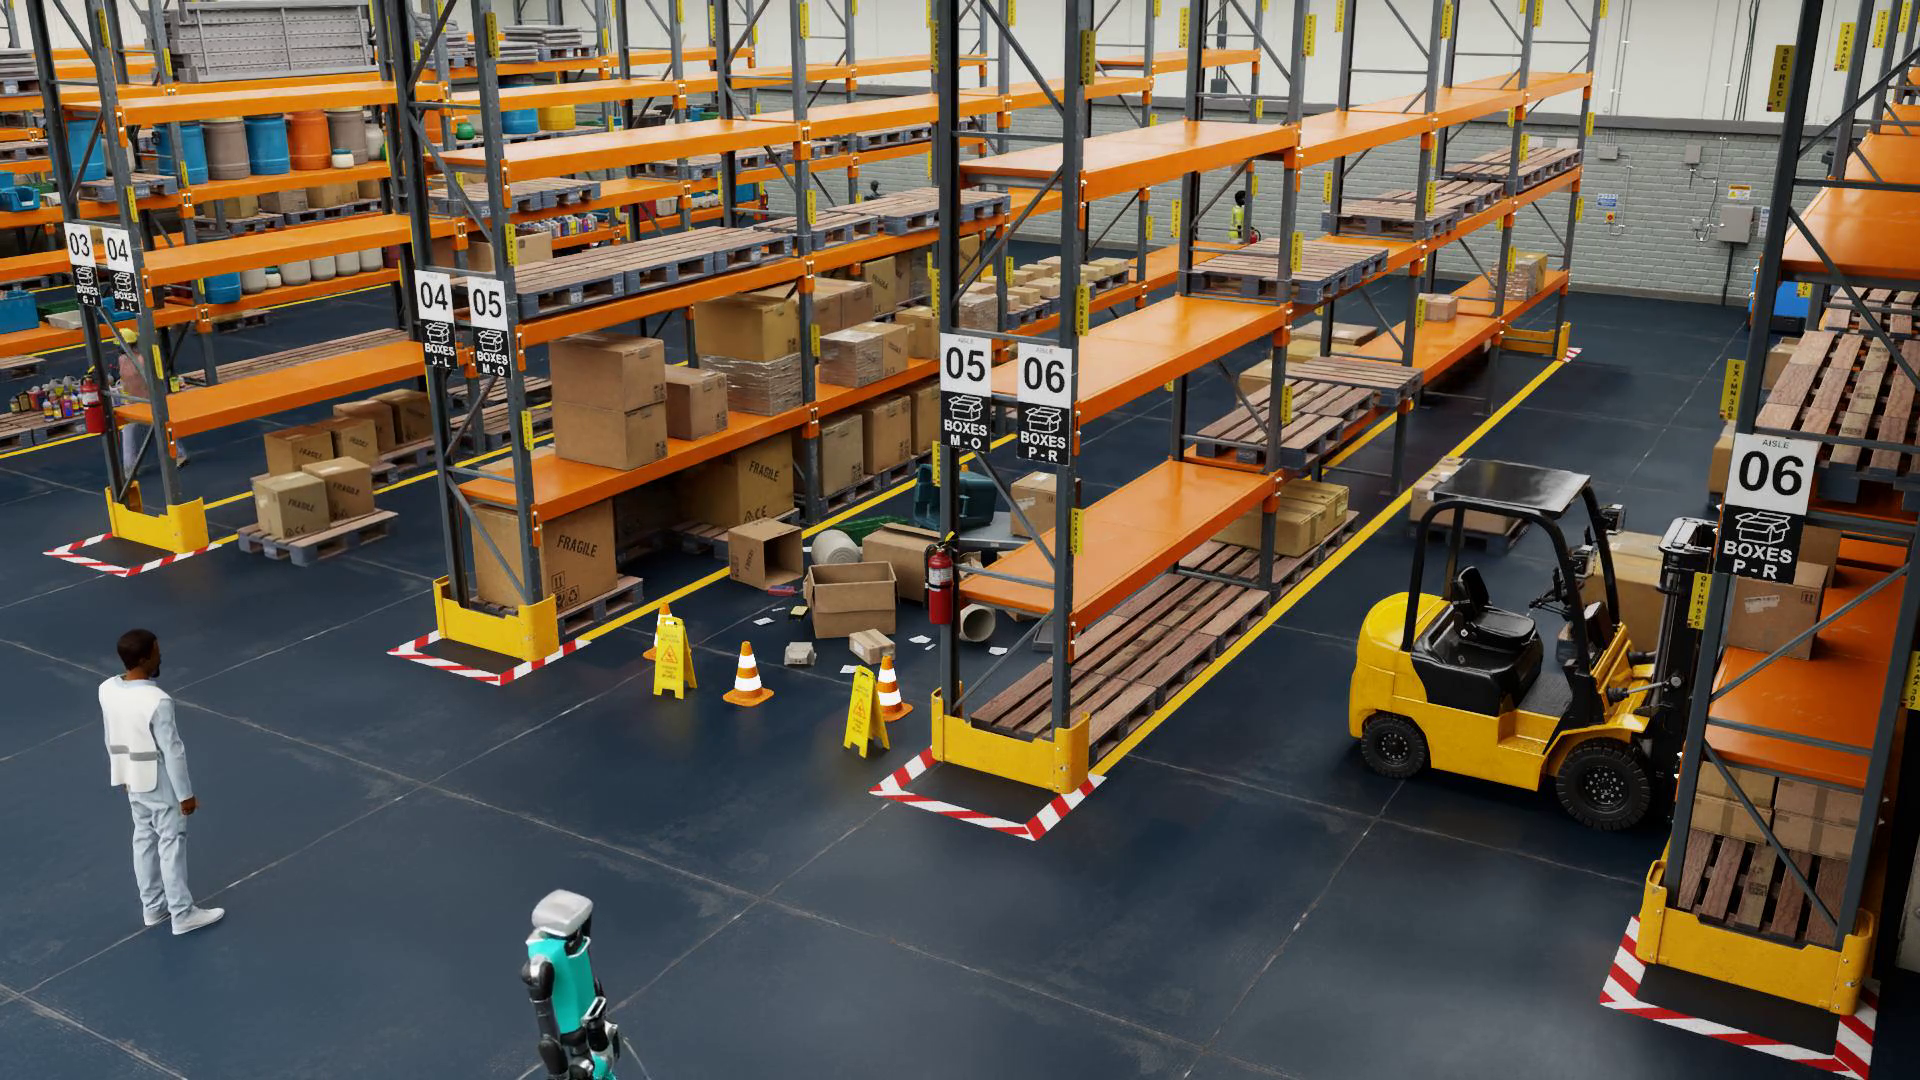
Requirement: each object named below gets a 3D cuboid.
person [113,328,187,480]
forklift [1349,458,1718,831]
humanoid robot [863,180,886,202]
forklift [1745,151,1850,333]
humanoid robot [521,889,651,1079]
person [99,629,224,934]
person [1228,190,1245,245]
[{"bbox_3d":[-9.319,-1.573,18.929,0.530,1.722,0.881,11,22,28],"label":"person"},{"bbox_3d":[3.988,0.658,11.776,2.313,2.155,1.214,11,22,29],"label":"forklift"},{"bbox_3d":[-1.568,-6.155,32.277,0.585,1.629,0.641,-10,21,-26],"label":"humanoid robot"},{"bbox_3d":[13.620,-4.667,26.137,1.873,2.768,1.129,11,22,29],"label":"forklift"},{"bbox_3d":[-1.548,2.419,7.442,0.663,1.831,0.531,3,19,9],"label":"humanoid robot"},{"bbox_3d":[-4.820,1.443,9.921,0.595,1.916,0.371,10,22,27],"label":"person"},{"bbox_3d":[5.086,-5.552,30.482,0.321,1.694,0.529,0,19,1],"label":"person"}]
